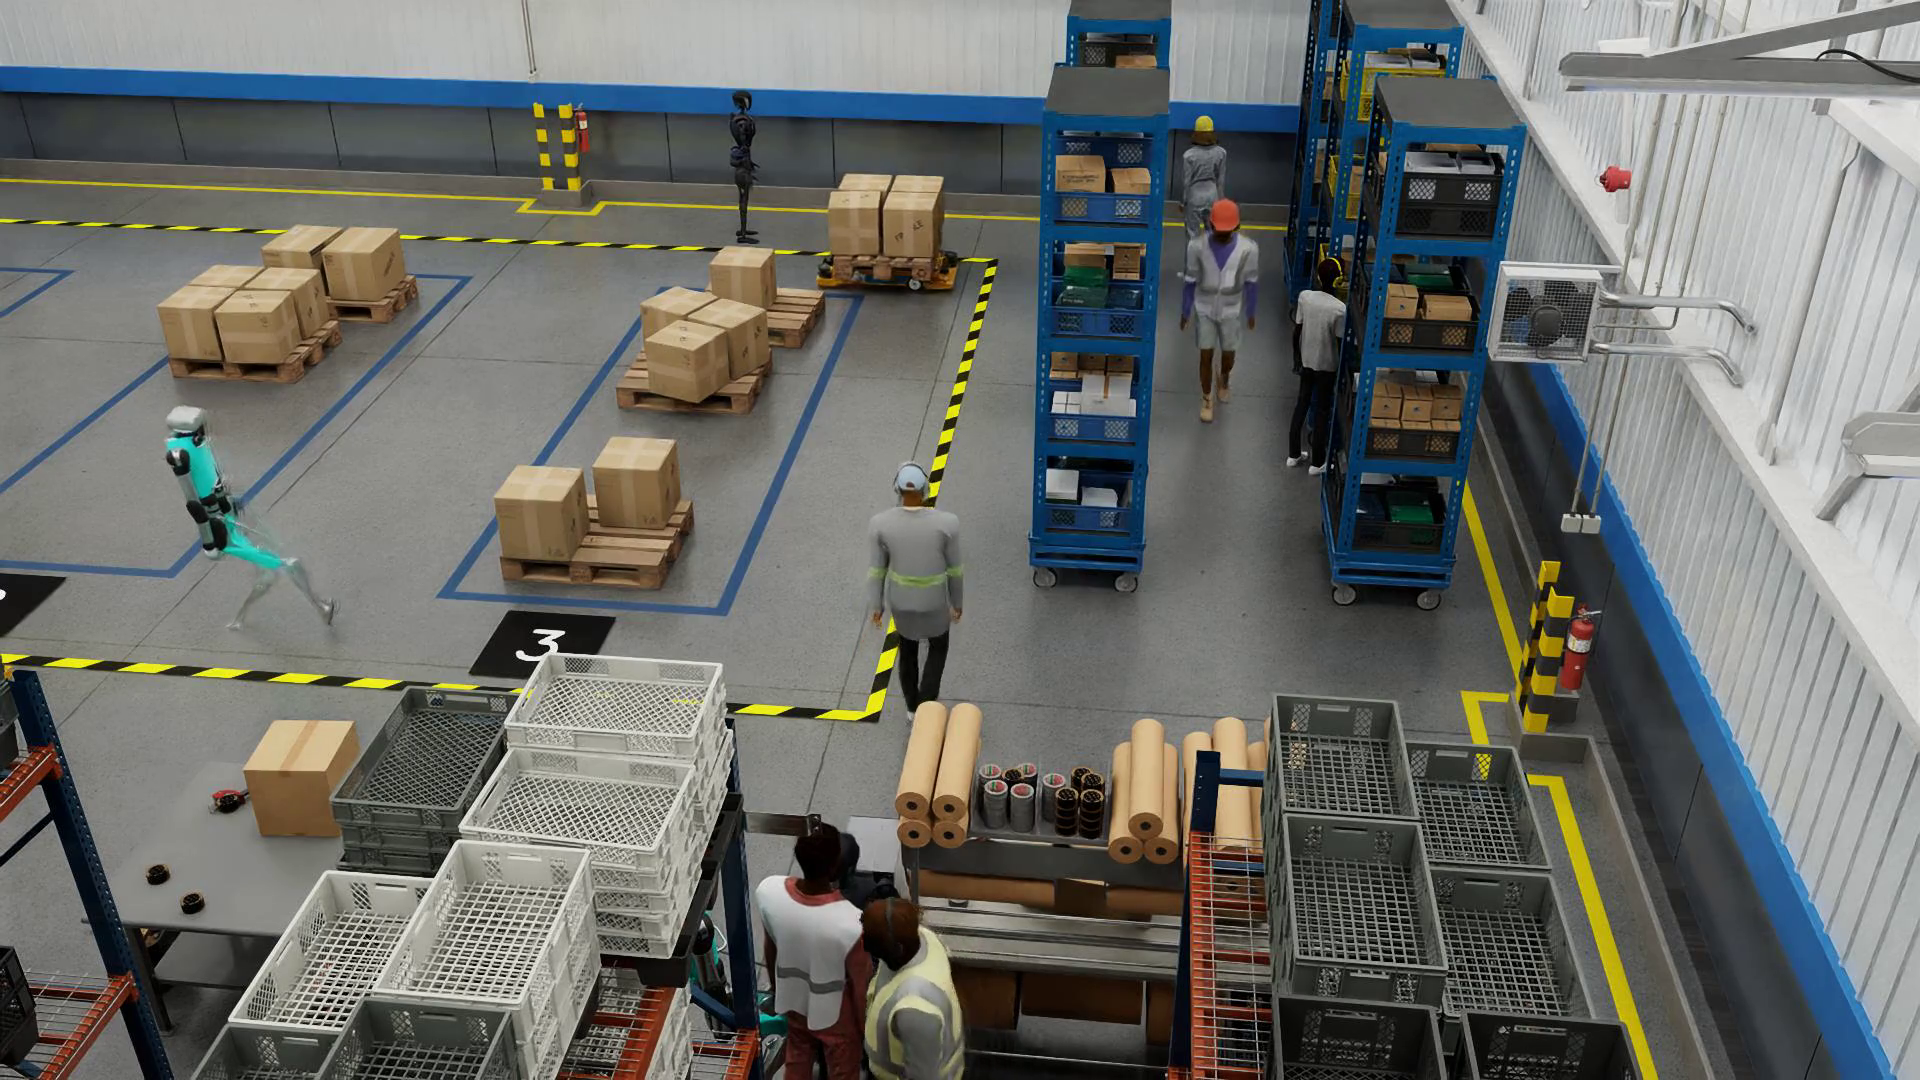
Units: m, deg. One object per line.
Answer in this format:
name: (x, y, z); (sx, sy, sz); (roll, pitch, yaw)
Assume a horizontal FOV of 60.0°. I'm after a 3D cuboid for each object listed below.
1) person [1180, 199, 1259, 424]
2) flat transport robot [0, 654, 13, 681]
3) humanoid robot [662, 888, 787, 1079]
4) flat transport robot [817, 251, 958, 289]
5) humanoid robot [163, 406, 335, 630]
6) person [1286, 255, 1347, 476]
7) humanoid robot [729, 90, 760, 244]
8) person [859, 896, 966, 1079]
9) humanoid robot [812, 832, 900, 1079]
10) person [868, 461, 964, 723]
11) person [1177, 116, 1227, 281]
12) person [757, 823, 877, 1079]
person: (2.227, -1.987, 14.345); (0.638, 2.022, 0.496); (5, 31, 9)
flat transport robot: (-7.142, 0.969, 11.010); (1.431, 0.231, 0.659); (3, 30, 6)
humanoid robot: (-1.008, 2.009, 7.630); (0.735, 1.677, 0.533); (-17, 34, -26)
flat transport robot: (-0.759, -2.881, 17.594); (1.431, 0.197, 0.652); (3, 30, 5)
humanoid robot: (-4.811, -0.122, 11.445); (0.954, 1.763, 0.544); (-4, 31, -8)
person: (2.929, -1.415, 13.512); (0.318, 1.870, 0.527); (-26, 39, -37)
humanoid robot: (-2.397, -4.124, 18.368); (0.359, 1.673, 0.601); (-2, 30, -4)
person: (-0.196, 2.288, 7.208); (0.444, 1.821, 0.671); (0, 30, 0)
humanoid robot: (-0.528, 2.030, 7.779); (0.595, 1.650, 0.327); (-4, 30, -7)
person: (-0.275, 0.368, 10.494); (0.600, 1.821, 0.612); (5, 31, 8)
person: (2.501, -3.539, 17.294); (0.483, 1.734, 0.313); (-7, 31, -12)
person: (-0.626, 2.072, 7.486); (0.592, 1.913, 0.400); (17, 34, 26)
